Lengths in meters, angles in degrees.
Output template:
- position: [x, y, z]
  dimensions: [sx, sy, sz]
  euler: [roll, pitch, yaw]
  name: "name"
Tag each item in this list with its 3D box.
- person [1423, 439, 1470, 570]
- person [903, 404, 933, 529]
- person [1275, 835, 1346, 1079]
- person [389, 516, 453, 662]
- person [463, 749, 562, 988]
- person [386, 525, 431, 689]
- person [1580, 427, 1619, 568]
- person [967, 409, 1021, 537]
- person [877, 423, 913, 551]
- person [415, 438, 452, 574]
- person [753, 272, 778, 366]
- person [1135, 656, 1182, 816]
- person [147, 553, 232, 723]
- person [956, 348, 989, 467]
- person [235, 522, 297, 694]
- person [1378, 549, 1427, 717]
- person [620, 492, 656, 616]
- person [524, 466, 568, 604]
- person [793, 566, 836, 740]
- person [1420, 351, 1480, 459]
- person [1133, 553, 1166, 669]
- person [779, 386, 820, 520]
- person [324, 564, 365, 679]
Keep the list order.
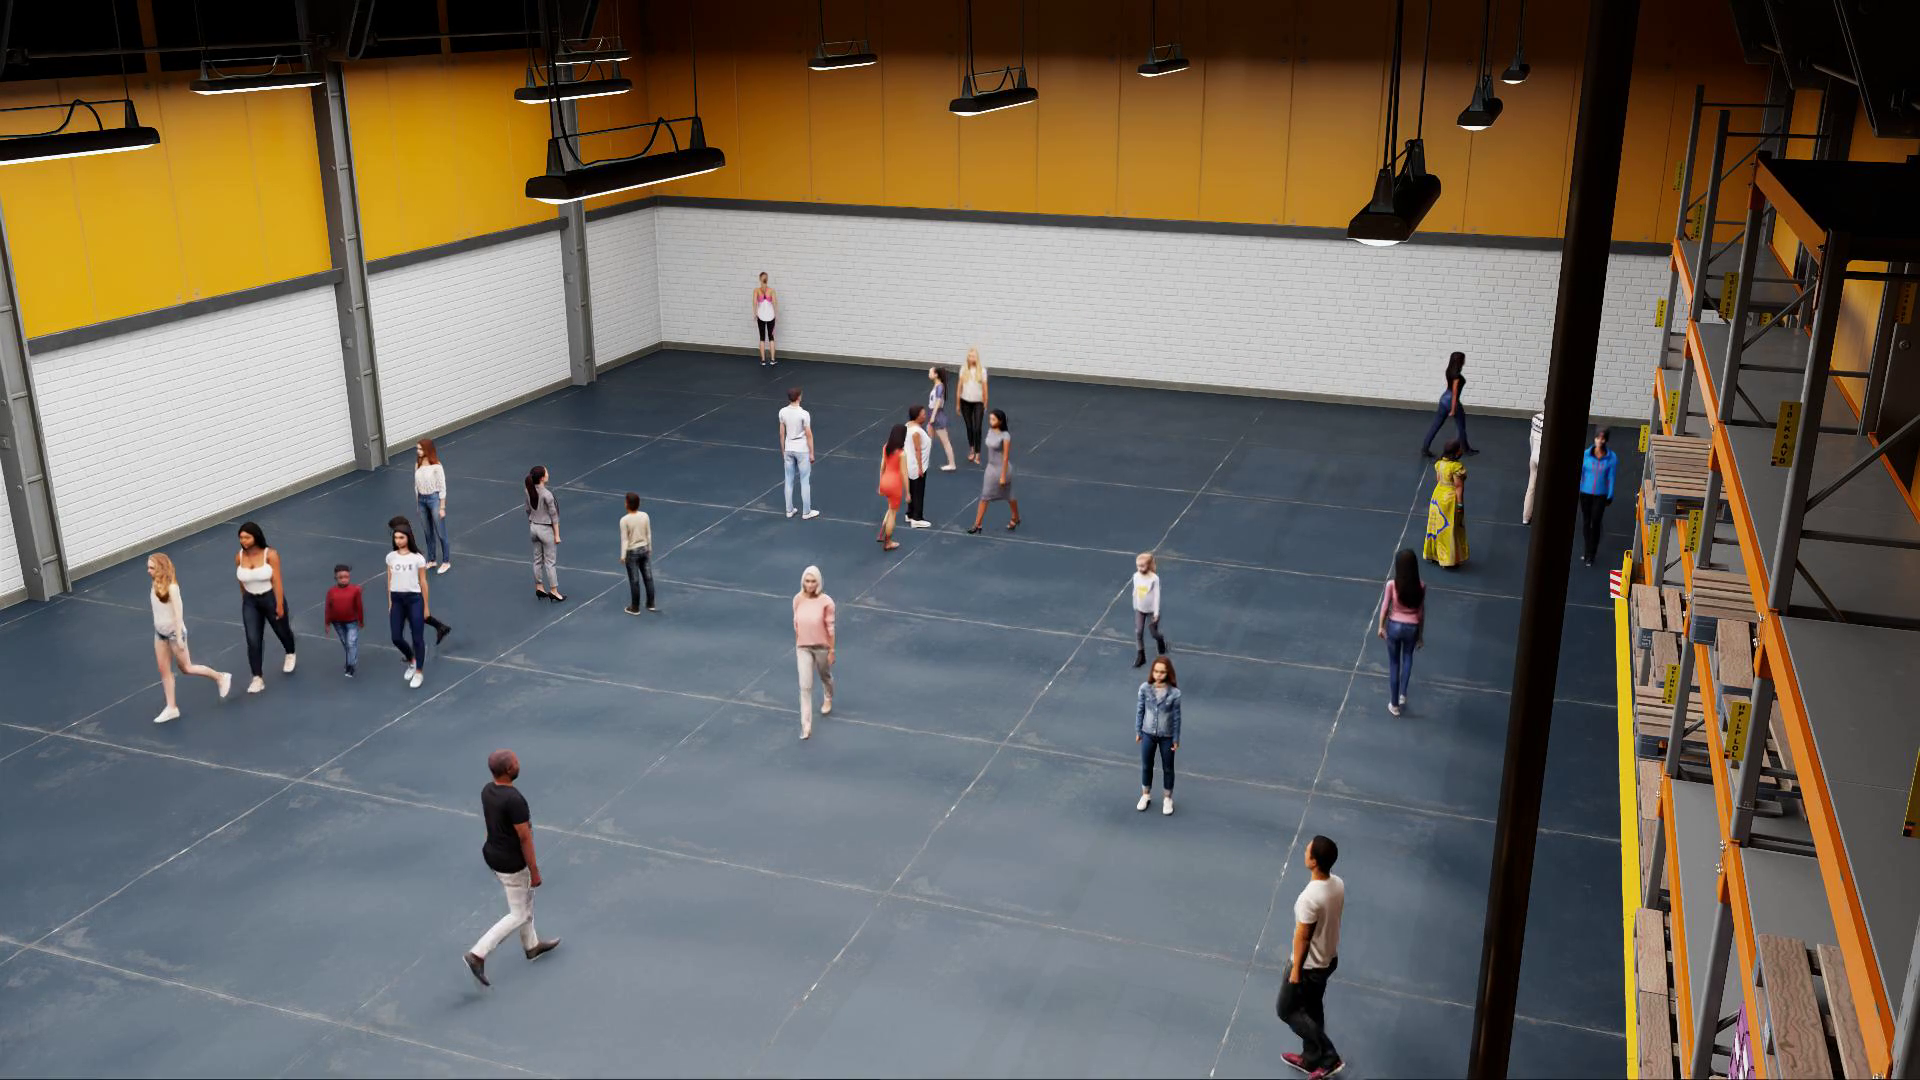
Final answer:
- position: [6.181, -0.473, 21.050]
  dimensions: [1.061, 1.660, 0.983]
  euler: [-7, 20, -19]
  name: "person"
- position: [-0.584, -1.031, 22.663]
  dimensions: [0.826, 1.687, 0.739]
  euler: [-5, 19, -15]
  name: "person"
- position: [2.419, 2.827, 11.045]
  dimensions: [0.831, 1.792, 0.780]
  euler: [14, 23, 36]
  name: "person"
- position: [-5.908, 0.506, 18.194]
  dimensions: [0.928, 1.627, 0.840]
  euler: [-12, 22, -32]
  name: "person"
- position: [-3.376, 2.420, 12.267]
  dimensions: [1.176, 1.783, 0.982]
  euler: [-16, 25, -40]
  name: "person"
- position: [-5.771, 0.664, 17.504]
  dimensions: [0.676, 1.767, 0.689]
  euler: [2, 19, 4]
  name: "person"
- position: [8.097, -0.588, 21.207]
  dimensions: [0.756, 1.777, 0.893]
  euler: [14, 23, 35]
  name: "person"
- position: [0.585, -0.887, 22.185]
  dimensions: [1.242, 1.719, 0.950]
  euler: [-16, 24, -40]
  name: "person"
- position: [-0.926, -0.643, 21.509]
  dimensions: [0.719, 1.688, 0.745]
  euler: [17, 25, 41]
  name: "person"
- position: [-6.631, -0.451, 20.879]
  dimensions: [0.581, 1.727, 0.509]
  euler: [8, 20, 22]
  name: "person"
- position: [-3.758, -4.288, 32.180]
  dimensions: [0.677, 1.787, 0.656]
  euler: [-1, 19, -4]
  name: "person"
- position: [1.777, 1.723, 14.820]
  dimensions: [0.551, 1.473, 0.473]
  euler: [7, 20, 20]
  name: "person"
- position: [-7.823, 0.942, 16.726]
  dimensions: [0.784, 1.738, 1.112]
  euler: [14, 23, 35]
  name: "person"
- position: [0.197, -2.072, 25.592]
  dimensions: [0.734, 1.792, 1.104]
  euler: [3, 19, 9]
  name: "person"
- position: [-7.280, 0.656, 17.523]
  dimensions: [0.938, 1.772, 1.247]
  euler: [0, 19, -1]
  name: "person"
- position: [4.455, 0.951, 16.708]
  dimensions: [0.665, 1.731, 0.711]
  euler: [2, 19, 5]
  name: "person"
- position: [-3.788, 0.151, 19.504]
  dimensions: [0.577, 1.463, 0.691]
  euler: [-16, 24, -39]
  name: "person"
- position: [-4.974, -0.076, 19.842]
  dimensions: [0.668, 1.678, 0.657]
  euler: [12, 22, 31]
  name: "person"
- position: [-1.411, 1.054, 16.491]
  dimensions: [0.729, 1.675, 1.221]
  euler: [4, 19, 11]
  name: "person"
- position: [7.480, -2.042, 25.672]
  dimensions: [1.061, 1.683, 1.178]
  euler: [-3, 19, -10]
  name: "person"
- position: [2.055, 0.741, 18.068]
  dimensions: [0.579, 1.263, 0.795]
  euler: [11, 21, 29]
  name: "person"
- position: [-2.250, -1.213, 22.947]
  dimensions: [0.655, 1.851, 0.548]
  euler: [8, 20, 23]
  name: "person"
- position: [-6.575, 0.838, 17.831]
  dimensions: [0.756, 1.229, 0.958]
  euler: [-1, 19, -4]
  name: "person"
